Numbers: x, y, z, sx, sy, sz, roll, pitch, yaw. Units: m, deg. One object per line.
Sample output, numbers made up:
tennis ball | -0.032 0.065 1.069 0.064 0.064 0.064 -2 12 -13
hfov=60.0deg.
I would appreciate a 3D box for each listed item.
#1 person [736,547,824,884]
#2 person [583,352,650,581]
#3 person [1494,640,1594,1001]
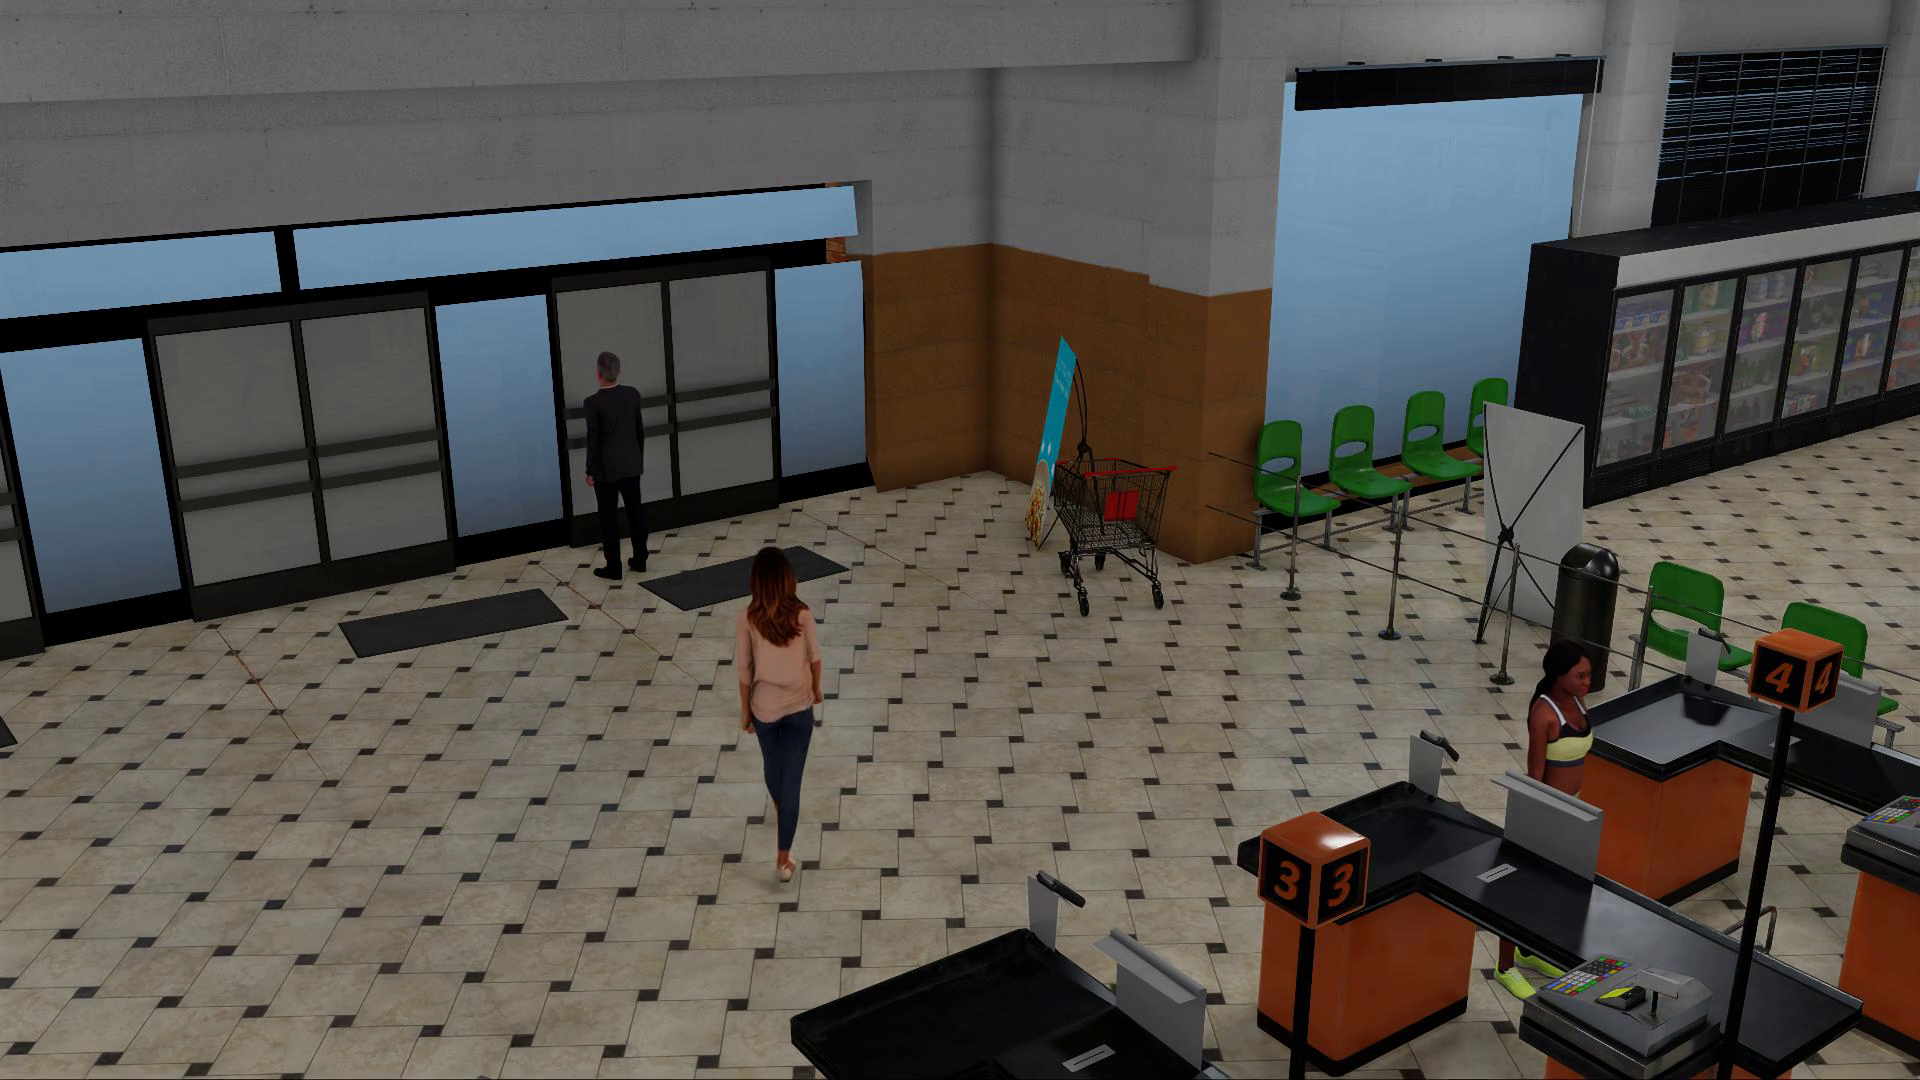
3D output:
person | -0.937 0.959 8.796 1.037 1.727 1.240 -1 19 -2
person | -2.742 -0.602 13.243 0.759 1.842 0.667 -18 25 -42
person | 2.732 1.283 7.790 0.574 1.755 0.534 -15 24 -38
